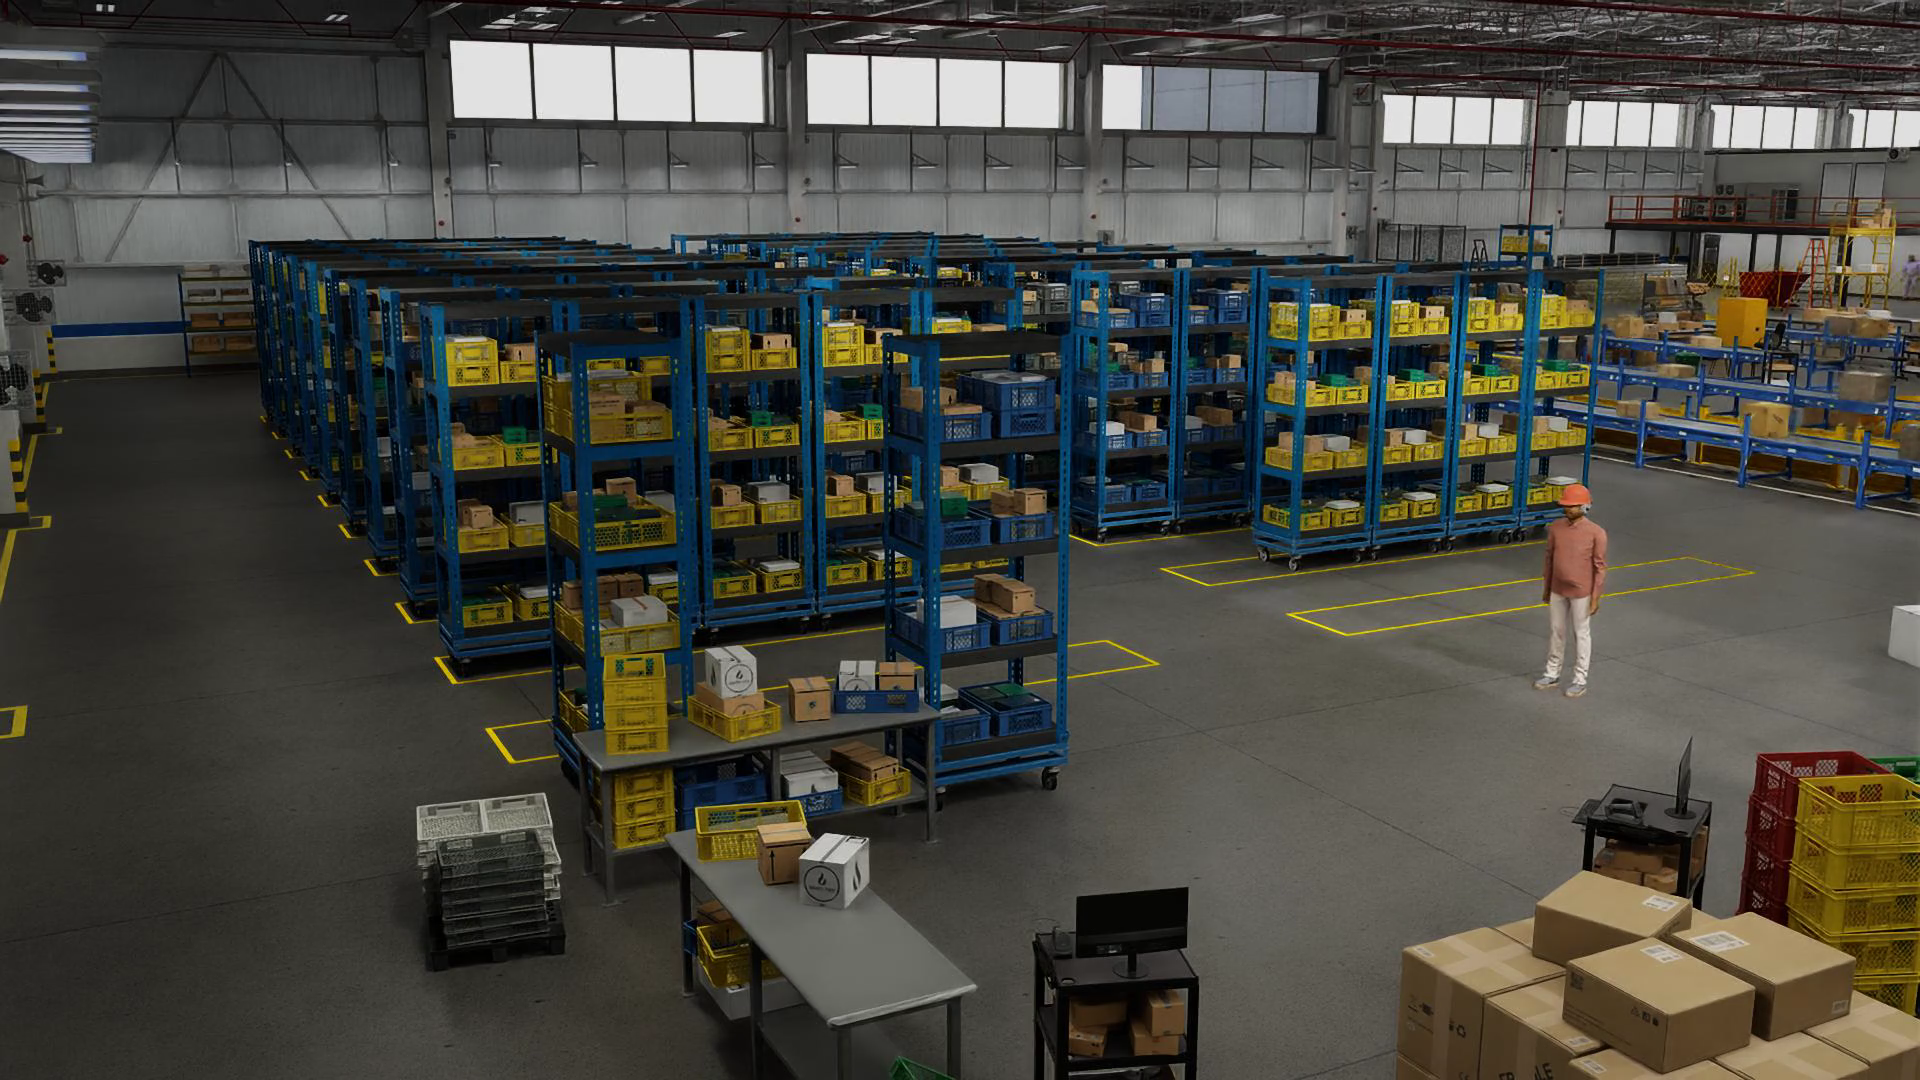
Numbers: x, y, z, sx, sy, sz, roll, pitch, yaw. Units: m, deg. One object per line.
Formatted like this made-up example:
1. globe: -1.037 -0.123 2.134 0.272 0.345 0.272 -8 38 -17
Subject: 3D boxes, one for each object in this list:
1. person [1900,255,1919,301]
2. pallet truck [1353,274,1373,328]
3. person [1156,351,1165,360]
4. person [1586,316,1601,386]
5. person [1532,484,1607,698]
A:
1. person: 38.998 -10.760 68.223 0.908 1.860 0.713 -10 15 -38
2. pallet truck: 13.011 -8.050 55.243 0.823 1.965 1.885 -7 14 -28
3. person: 4.971 -4.700 40.060 0.587 1.803 0.891 2 12 11
4. person: 14.331 -4.186 37.720 0.328 1.765 0.527 -1 12 -5
5. person: 5.670 0.462 15.432 0.395 1.994 0.612 -8 15 -34
